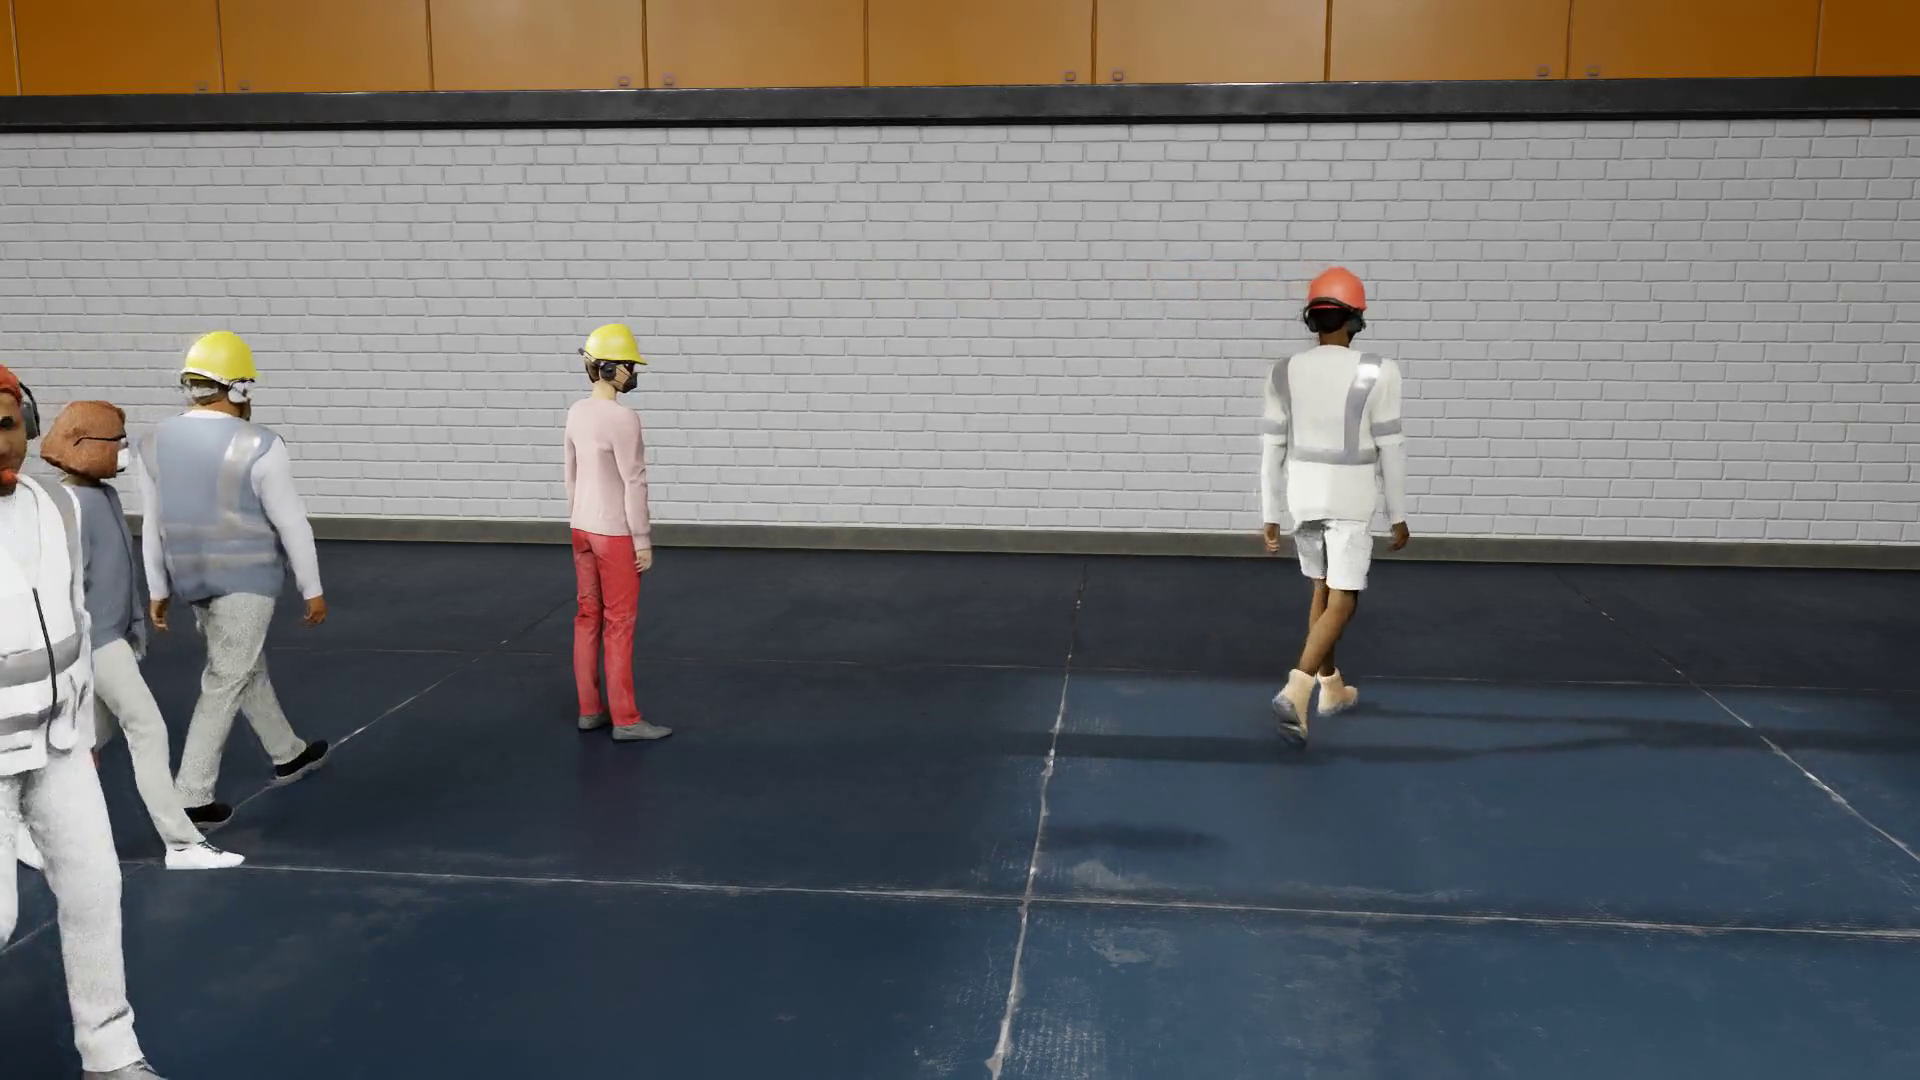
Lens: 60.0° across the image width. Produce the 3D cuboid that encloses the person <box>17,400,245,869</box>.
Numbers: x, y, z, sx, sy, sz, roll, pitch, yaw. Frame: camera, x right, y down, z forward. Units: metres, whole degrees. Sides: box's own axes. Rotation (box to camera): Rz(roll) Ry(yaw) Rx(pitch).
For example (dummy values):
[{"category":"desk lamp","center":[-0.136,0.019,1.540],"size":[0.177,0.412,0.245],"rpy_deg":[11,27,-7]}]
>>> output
[{"category":"person","center":[-2.874,0.331,5.501],"size":[0.807,1.601,0.510],"rpy_deg":[-2,10,-14]}]

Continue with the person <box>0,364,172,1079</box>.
[{"category":"person","center":[-2.305,0.479,3.895],"size":[0.785,1.865,0.601],"rpy_deg":[3,10,14]}]

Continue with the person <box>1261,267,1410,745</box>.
[{"category":"person","center":[1.551,-0.153,7.104],"size":[0.610,2.011,0.950],"rpy_deg":[8,13,40]}]

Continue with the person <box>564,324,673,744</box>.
[{"category":"person","center":[-1.473,-0.026,7.059],"size":[0.329,1.765,0.525],"rpy_deg":[-9,13,-42]}]

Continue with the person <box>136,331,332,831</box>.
[{"category":"person","center":[-2.655,0.132,6.107],"size":[0.614,1.781,0.946],"rpy_deg":[3,10,18]}]
